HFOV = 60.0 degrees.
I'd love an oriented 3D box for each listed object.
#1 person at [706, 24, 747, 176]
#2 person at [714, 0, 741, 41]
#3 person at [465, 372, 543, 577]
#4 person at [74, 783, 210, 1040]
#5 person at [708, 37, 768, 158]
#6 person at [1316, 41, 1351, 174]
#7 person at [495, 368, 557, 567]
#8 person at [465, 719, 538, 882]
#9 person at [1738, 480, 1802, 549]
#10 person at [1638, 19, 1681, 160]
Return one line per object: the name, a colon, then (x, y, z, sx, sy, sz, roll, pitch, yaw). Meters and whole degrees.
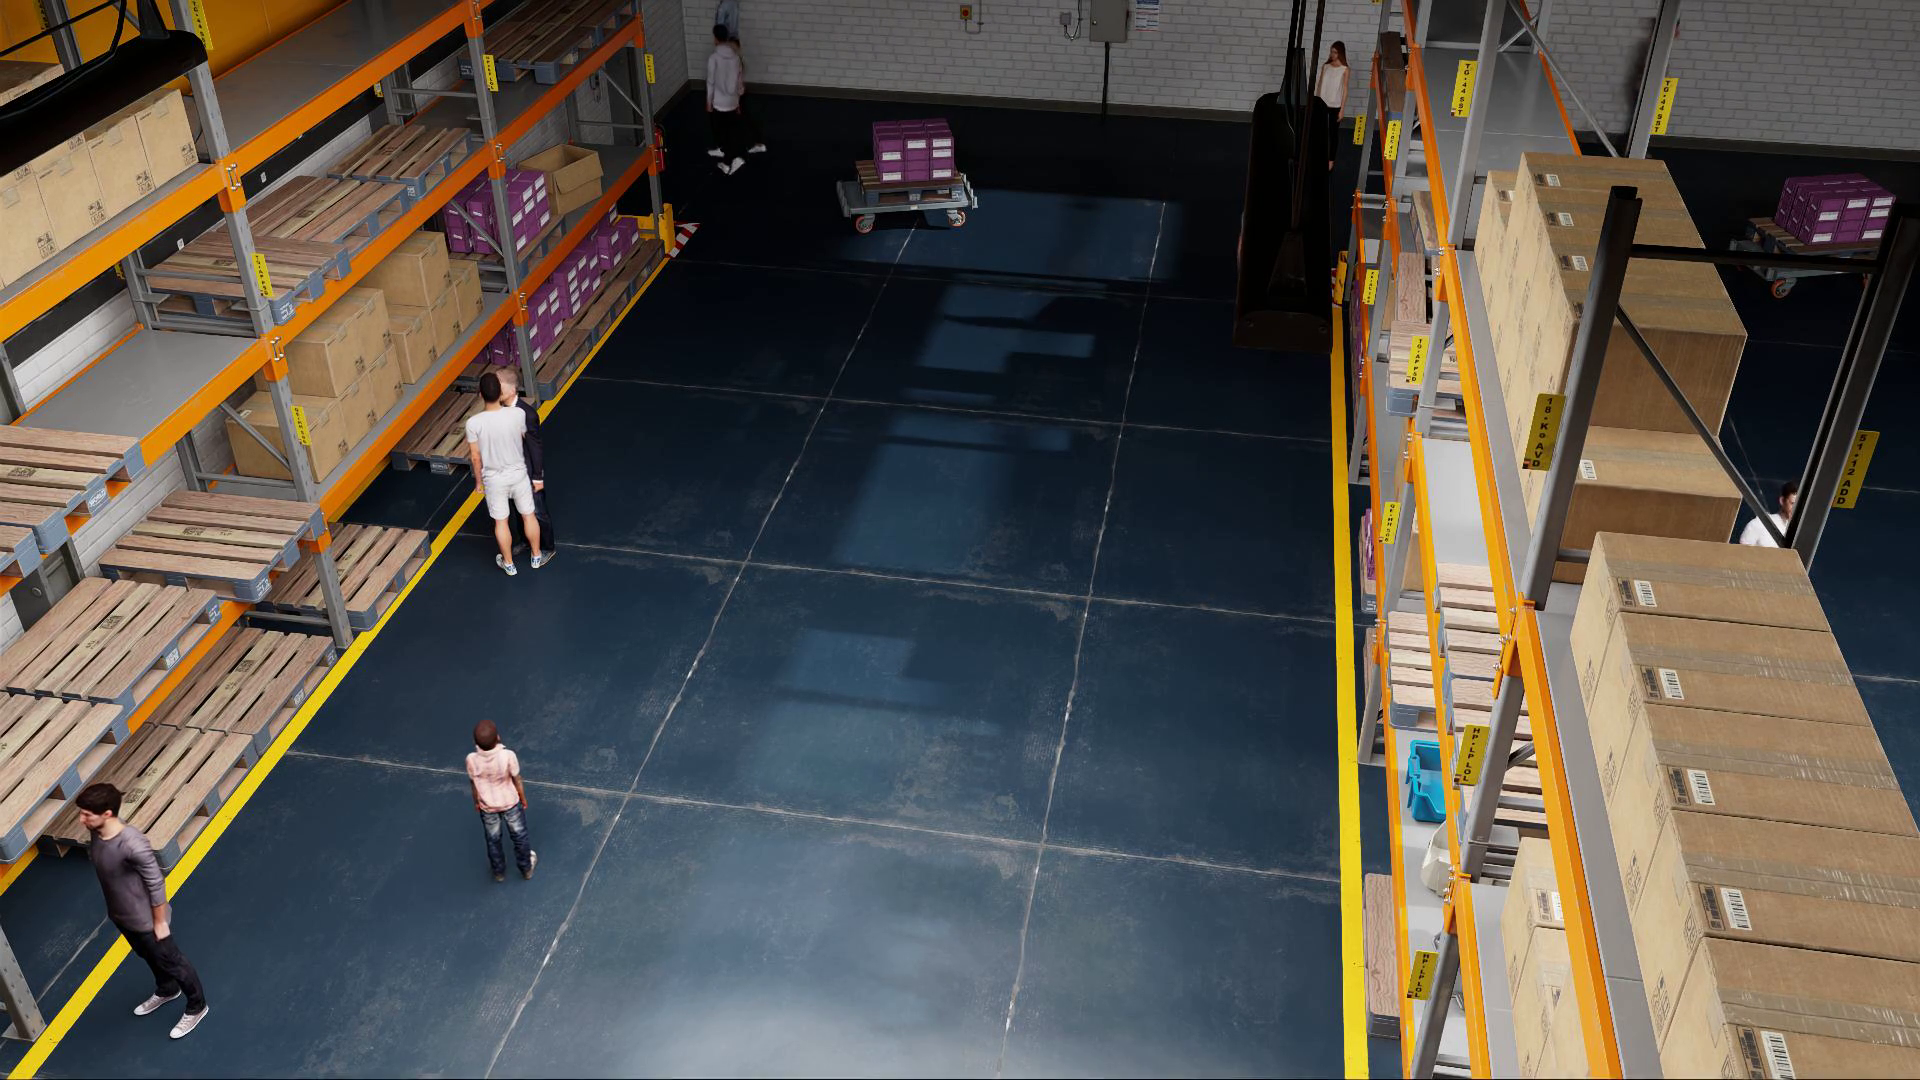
person: (-2.983, -5.657, 21.539, 1.054, 1.896, 1.017, 23, 40, 30)
person: (-3.259, -7.051, 23.682, 0.803, 1.845, 0.652, 12, 36, 18)
person: (-3.802, -0.551, 13.894, 0.767, 1.854, 0.790, -16, 37, -23)
person: (-4.846, 2.154, 9.825, 0.743, 1.853, 0.695, 20, 38, 27)
person: (-2.908, -5.877, 22.132, 0.647, 1.605, 0.933, 5, 34, 7)
person: (4.833, -5.662, 21.707, 0.645, 1.718, 0.648, 24, 40, 31)
person: (-3.707, -0.638, 14.060, 0.769, 1.816, 0.755, 22, 40, 30)
person: (-3.046, 1.720, 10.973, 0.542, 1.306, 0.555, -5, 34, -8)
person: (6.025, 0.335, 12.567, 0.721, 1.848, 1.007, 2, 34, 4)
person: (9.085, -5.968, 22.010, 0.846, 1.891, 0.692, 19, 38, 27)
